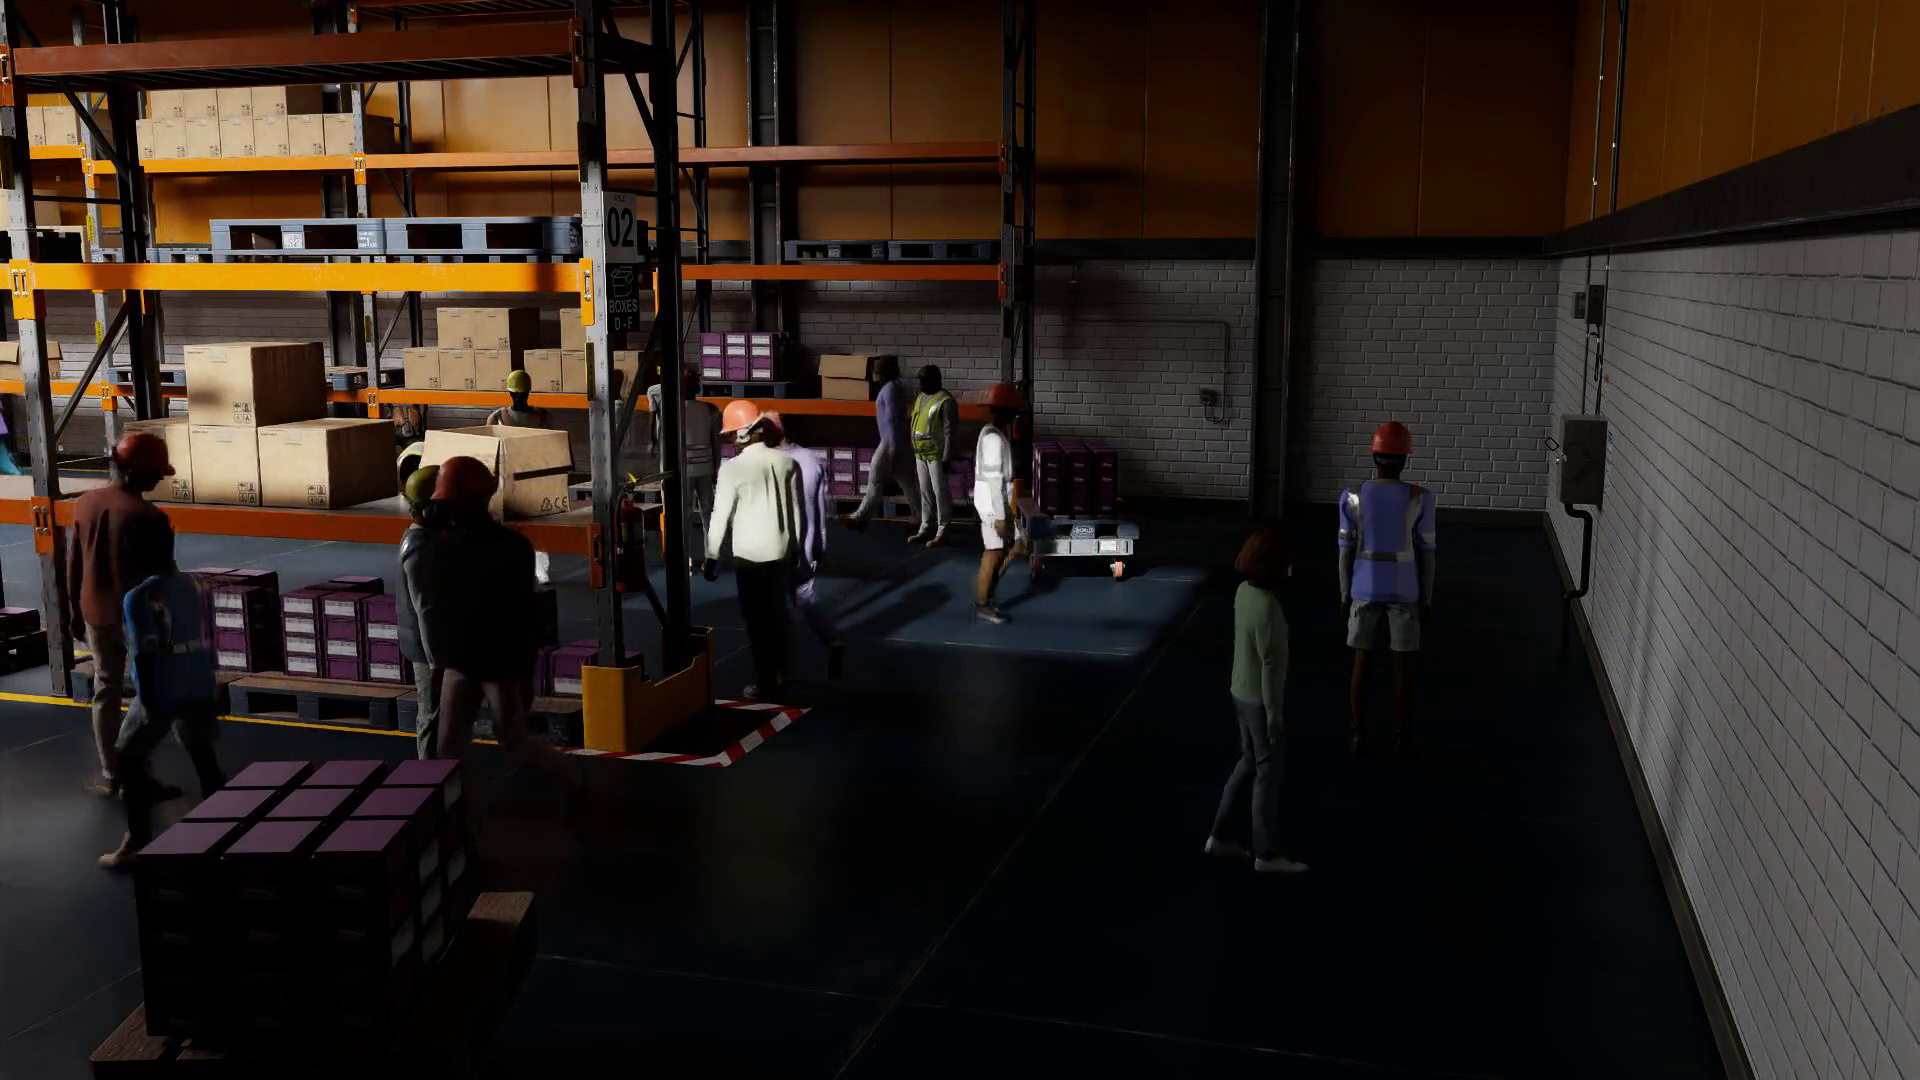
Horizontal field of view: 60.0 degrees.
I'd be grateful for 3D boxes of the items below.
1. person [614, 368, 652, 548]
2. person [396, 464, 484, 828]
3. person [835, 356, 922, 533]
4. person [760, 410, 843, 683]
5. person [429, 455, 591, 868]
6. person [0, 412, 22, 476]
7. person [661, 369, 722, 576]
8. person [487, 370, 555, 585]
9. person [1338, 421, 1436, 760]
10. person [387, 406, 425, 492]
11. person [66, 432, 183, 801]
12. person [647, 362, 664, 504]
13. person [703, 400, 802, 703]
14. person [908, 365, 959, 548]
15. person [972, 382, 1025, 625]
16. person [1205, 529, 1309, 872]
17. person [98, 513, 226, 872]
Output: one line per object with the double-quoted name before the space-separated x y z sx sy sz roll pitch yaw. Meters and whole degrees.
"person" -3.212 -0.669 15.558 0.424 1.873 0.600 -1 9 -8
"person" -2.605 0.536 8.336 0.404 1.836 0.587 -3 10 -18
"person" -0.830 -0.992 17.508 1.018 1.871 0.690 1 9 5
"person" -1.122 0.073 11.051 0.669 1.878 0.657 -9 13 -44
"person" -2.182 0.558 7.877 0.629 1.947 0.910 5 10 27
"person" -11.040 -1.150 18.860 1.010 1.770 0.563 -1 9 -4
"person" -2.447 -0.611 15.179 0.573 1.883 0.354 -6 11 -32
"person" -3.840 -0.538 14.647 0.581 1.919 0.393 -4 10 -24
"person" 2.432 0.292 9.510 0.543 1.939 0.356 3 10 19
"person" -3.883 -0.039 11.854 0.429 1.837 0.628 -3 10 -15
"person" -4.427 0.407 8.805 0.713 1.955 0.395 3 10 19
"person" -3.141 -1.067 18.033 0.521 1.862 0.335 -4 10 -24
"person" -1.304 0.076 10.767 0.487 1.953 0.650 8 12 39
"person" -0.283 -0.846 16.763 0.430 1.837 0.619 -6 11 -33
"person" 0.293 -0.273 12.997 0.448 1.918 0.568 0 9 3
"person" 1.407 0.749 7.728 0.476 1.618 0.538 -1 9 -6
"person" -3.755 0.713 7.767 0.669 1.674 0.552 2 9 10
